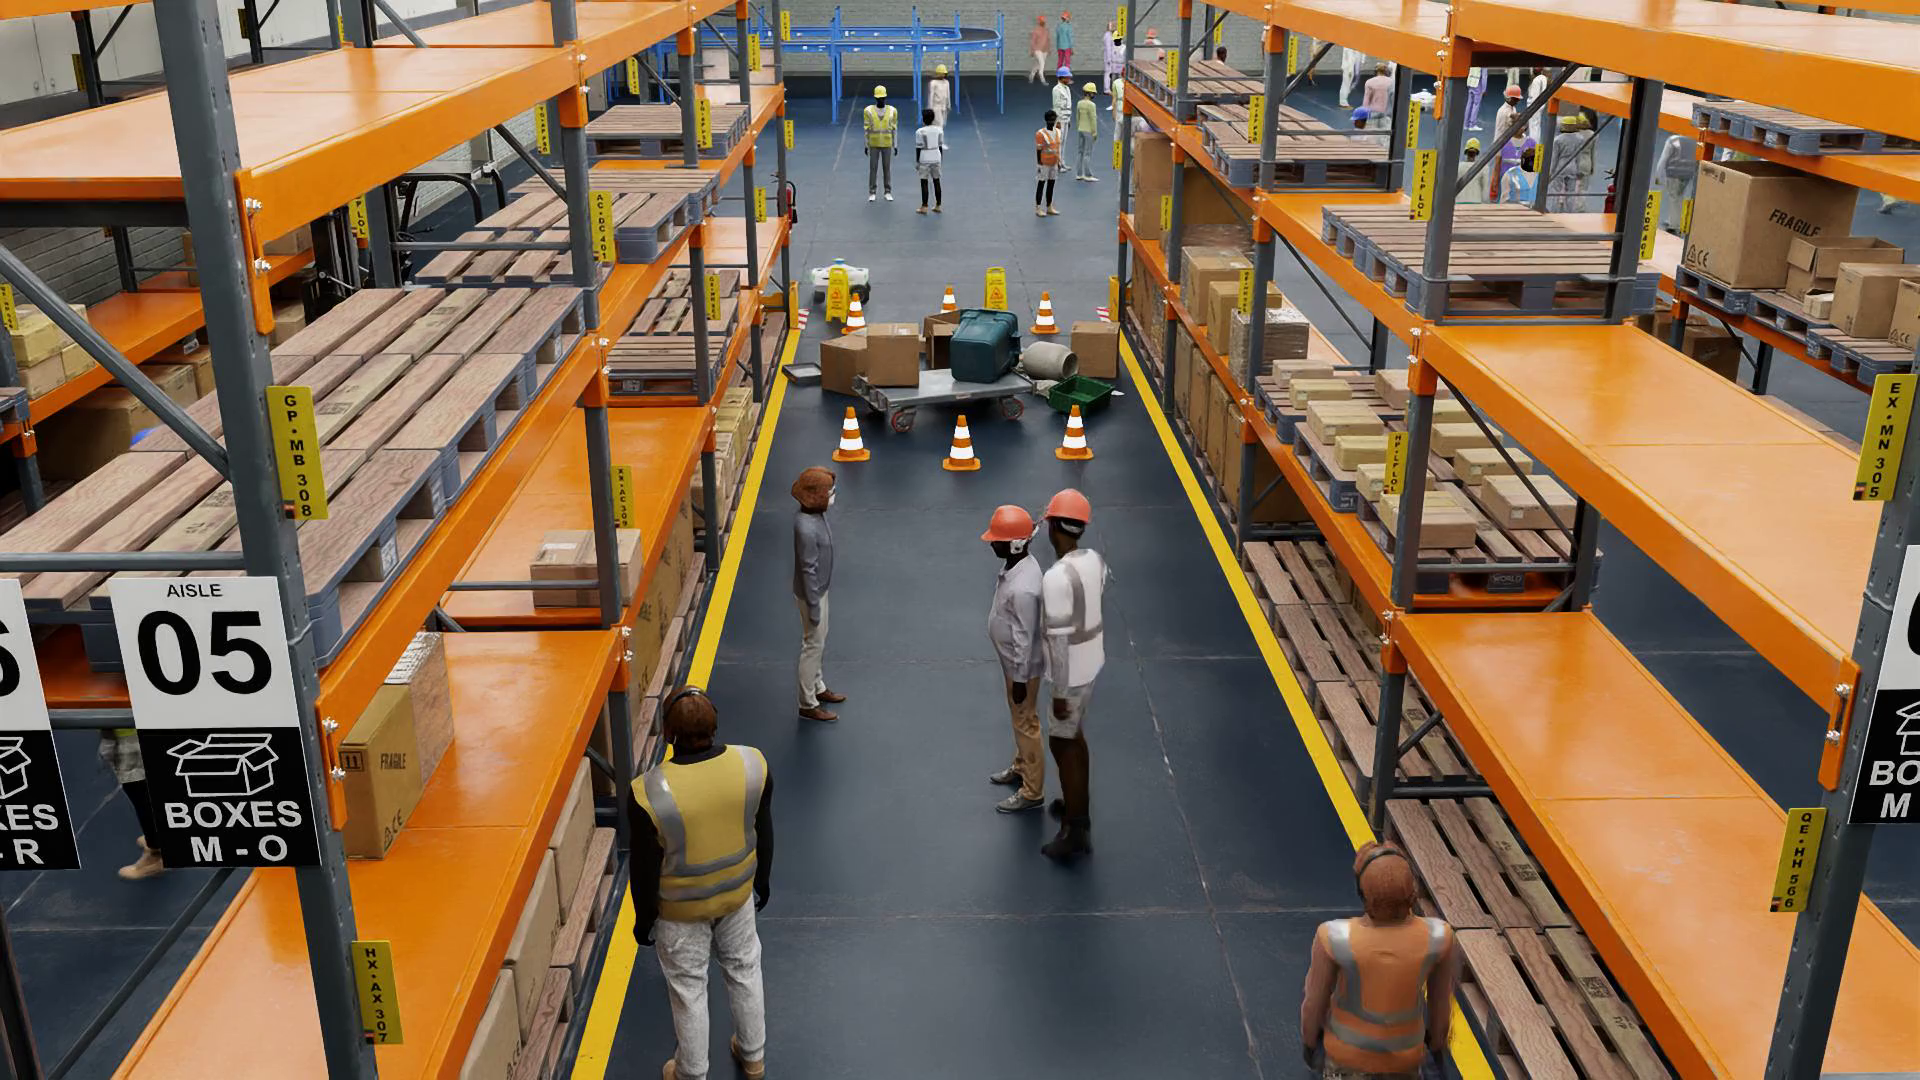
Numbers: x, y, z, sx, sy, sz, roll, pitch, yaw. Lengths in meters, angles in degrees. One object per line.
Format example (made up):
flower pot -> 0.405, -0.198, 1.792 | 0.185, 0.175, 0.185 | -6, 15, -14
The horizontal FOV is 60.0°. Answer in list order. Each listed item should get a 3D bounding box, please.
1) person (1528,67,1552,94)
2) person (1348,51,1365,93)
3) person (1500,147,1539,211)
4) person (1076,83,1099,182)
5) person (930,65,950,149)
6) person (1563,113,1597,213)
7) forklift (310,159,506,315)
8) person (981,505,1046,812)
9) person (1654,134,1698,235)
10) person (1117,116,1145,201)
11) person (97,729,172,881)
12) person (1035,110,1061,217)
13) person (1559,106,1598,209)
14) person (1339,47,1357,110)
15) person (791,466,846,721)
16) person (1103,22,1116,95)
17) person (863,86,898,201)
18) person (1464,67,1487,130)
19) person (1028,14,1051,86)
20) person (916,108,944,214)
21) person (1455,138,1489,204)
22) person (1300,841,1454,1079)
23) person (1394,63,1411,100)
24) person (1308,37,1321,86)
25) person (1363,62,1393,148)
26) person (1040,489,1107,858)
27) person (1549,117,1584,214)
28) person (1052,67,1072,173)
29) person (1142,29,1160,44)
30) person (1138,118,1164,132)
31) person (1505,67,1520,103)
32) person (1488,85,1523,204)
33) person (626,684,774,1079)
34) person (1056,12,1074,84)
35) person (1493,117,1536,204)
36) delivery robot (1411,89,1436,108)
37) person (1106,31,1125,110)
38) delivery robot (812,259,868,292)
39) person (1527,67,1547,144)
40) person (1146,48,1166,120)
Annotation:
person -> 15.731, -12.942, 44.647 | 0.631, 1.980, 1.097 | -7, 22, -18
person -> 10.785, -13.141, 45.521 | 0.541, 1.726, 0.735 | 4, 21, 10
person -> 7.322, -4.180, 21.678 | 0.621, 1.845, 0.429 | -4, 21, -9
person -> 2.343, -7.479, 30.518 | 0.328, 1.760, 0.524 | -13, 24, -31
person -> -0.470, -9.060, 34.759 | 0.489, 1.721, 0.689 | -19, 28, -41
person -> 9.831, -5.895, 26.437 | 0.514, 1.728, 0.319 | 0, 21, 0
forklift -> -5.622, -2.910, 17.832 | 2.313, 2.155, 1.214 | -1, 21, -1
person -> 0.293, 0.634, 9.096 | 0.359, 1.743, 0.563 | -2, 21, -4
person -> 10.991, -5.640, 25.586 | 0.612, 1.801, 0.781 | -2, 21, -6
person -> 2.918, -6.672, 28.421 | 0.489, 1.732, 0.325 | 2, 21, 5
person -> -4.231, 0.906, 8.437 | 0.317, 1.695, 0.539 | -2, 21, -7
person -> 1.437, -6.112, 26.983 | 0.537, 1.699, 0.321 | -17, 27, -38
person -> 10.276, -6.515, 27.636 | 0.608, 1.996, 0.375 | 19, 28, 40
person -> 9.720, -11.761, 41.581 | 0.362, 1.938, 0.631 | 2, 21, 5
person -> -0.873, 0.321, 10.086 | 0.285, 1.623, 0.510 | 0, 21, 1
person -> 4.055, -12.991, 44.878 | 0.409, 1.907, 0.651 | 1, 21, 3
person -> -1.350, -6.764, 28.389 | 0.585, 1.928, 0.369 | -3, 21, -7
person -> 11.669, -10.225, 37.571 | 0.406, 1.907, 0.601 | -8, 22, -20
person -> 2.255, -14.009, 47.498 | 0.605, 1.962, 0.852 | -17, 26, -37
person -> -0.500, -6.200, 27.231 | 0.537, 1.691, 0.318 | -14, 25, -32
person -> 7.043, -4.678, 23.100 | 0.523, 1.769, 0.320 | 3, 21, 9
person -> 1.501, 1.843, 6.049 | 0.540, 1.624, 0.388 | 0, 21, 0
person -> 10.651, -11.068, 39.871 | 0.594, 1.856, 0.814 | -5, 21, -14
person -> 10.101, -13.885, 47.193 | 0.352, 1.941, 0.551 | 6, 22, 15
person -> 8.234, -8.407, 32.749 | 0.646, 1.927, 0.388 | -5, 21, -14
person -> 0.540, 0.707, 8.709 | 0.413, 1.883, 0.770 | 9, 22, 21
person -> 9.480, -5.795, 26.102 | 0.481, 1.734, 0.329 | 0, 21, 0
person -> 1.931, -7.974, 31.557 | 0.380, 1.951, 0.605 | 8, 22, 20
person -> 5.221, -13.110, 45.493 | 0.597, 1.702, 0.922 | 14, 25, 33
person -> 3.043, -5.921, 26.098 | 0.610, 1.981, 1.060 | 10, 23, 24
person -> 14.228, -12.150, 42.757 | 0.549, 1.829, 0.480 | -6, 21, -15
person -> 9.181, -6.637, 27.989 | 0.409, 1.980, 0.621 | 14, 25, 32
person -> -1.059, 1.446, 6.809 | 0.634, 1.841, 0.429 | -13, 24, -31
person -> 3.025, -14.166, 47.860 | 0.611, 1.995, 0.380 | 17, 27, 38
person -> 8.269, -5.397, 24.883 | 0.567, 1.850, 0.389 | 4, 21, 9
delivery robot -> 11.445, -10.878, 41.043 | 0.477, 0.478, 0.707 | -11, 23, -27
person -> 3.925, -11.647, 41.307 | 0.392, 1.919, 0.589 | -17, 26, -37
delivery robot -> -1.517, -3.314, 21.051 | 0.707, 0.478, 0.477 | 0, 21, -1
person -> 11.609, -8.697, 33.563 | 0.352, 1.881, 0.576 | 13, 24, 31
person -> 4.301, -9.721, 36.236 | 0.556, 1.911, 0.854 | 16, 26, 36
